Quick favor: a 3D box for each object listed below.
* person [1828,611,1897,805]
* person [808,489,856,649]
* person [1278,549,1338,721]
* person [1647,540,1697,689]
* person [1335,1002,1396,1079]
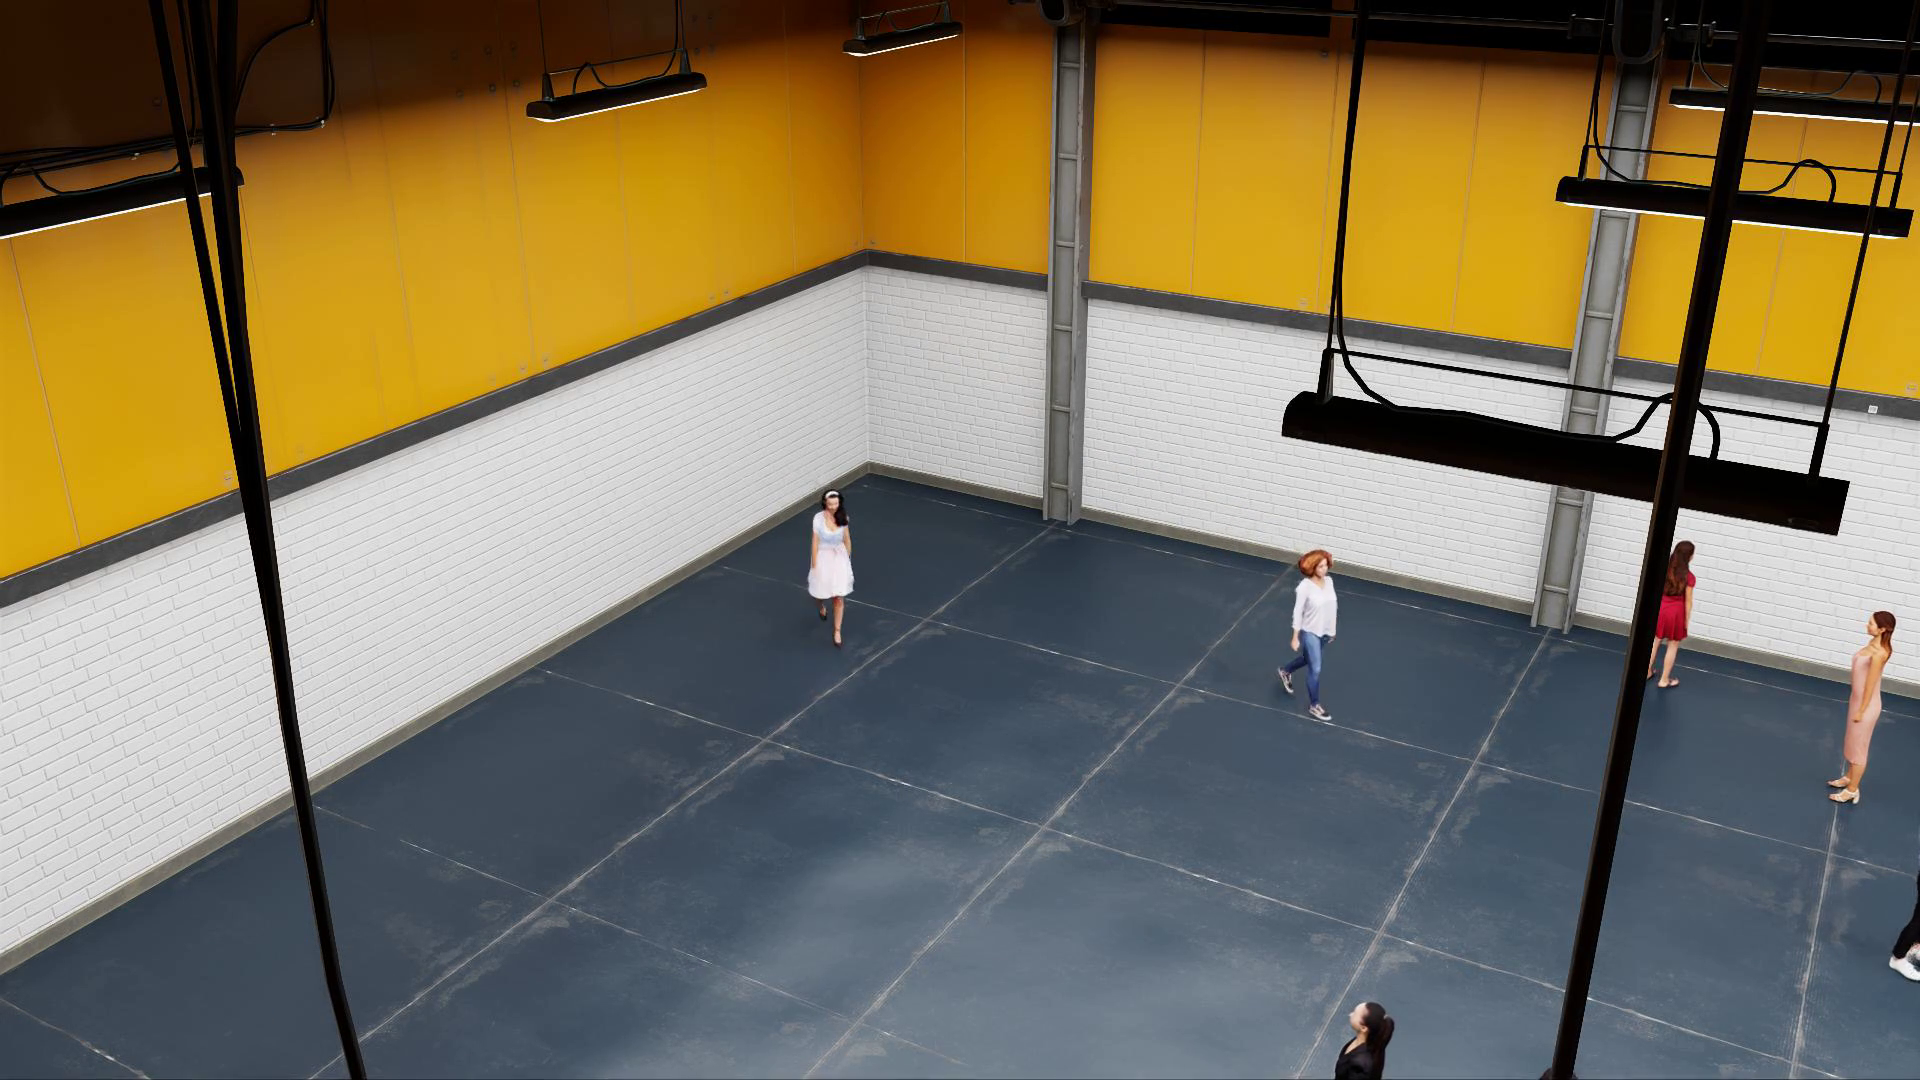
[{"bbox_3d":[7.994,1.463,14.687,0.556,1.831,0.607,9,25,19],"label":"person"},{"bbox_3d":[-1.384,0.265,17.482,0.937,1.787,1.008,-9,25,-21],"label":"person"},{"bbox_3d":[3.400,0.854,16.261,0.938,1.686,1.166,-15,28,-31],"label":"person"},{"bbox_3d":[7.144,0.726,16.730,0.699,1.546,0.639,-17,29,-34],"label":"person"},{"bbox_3d":[2.433,3.514,10.164,0.544,1.697,0.600,11,26,24],"label":"person"}]
